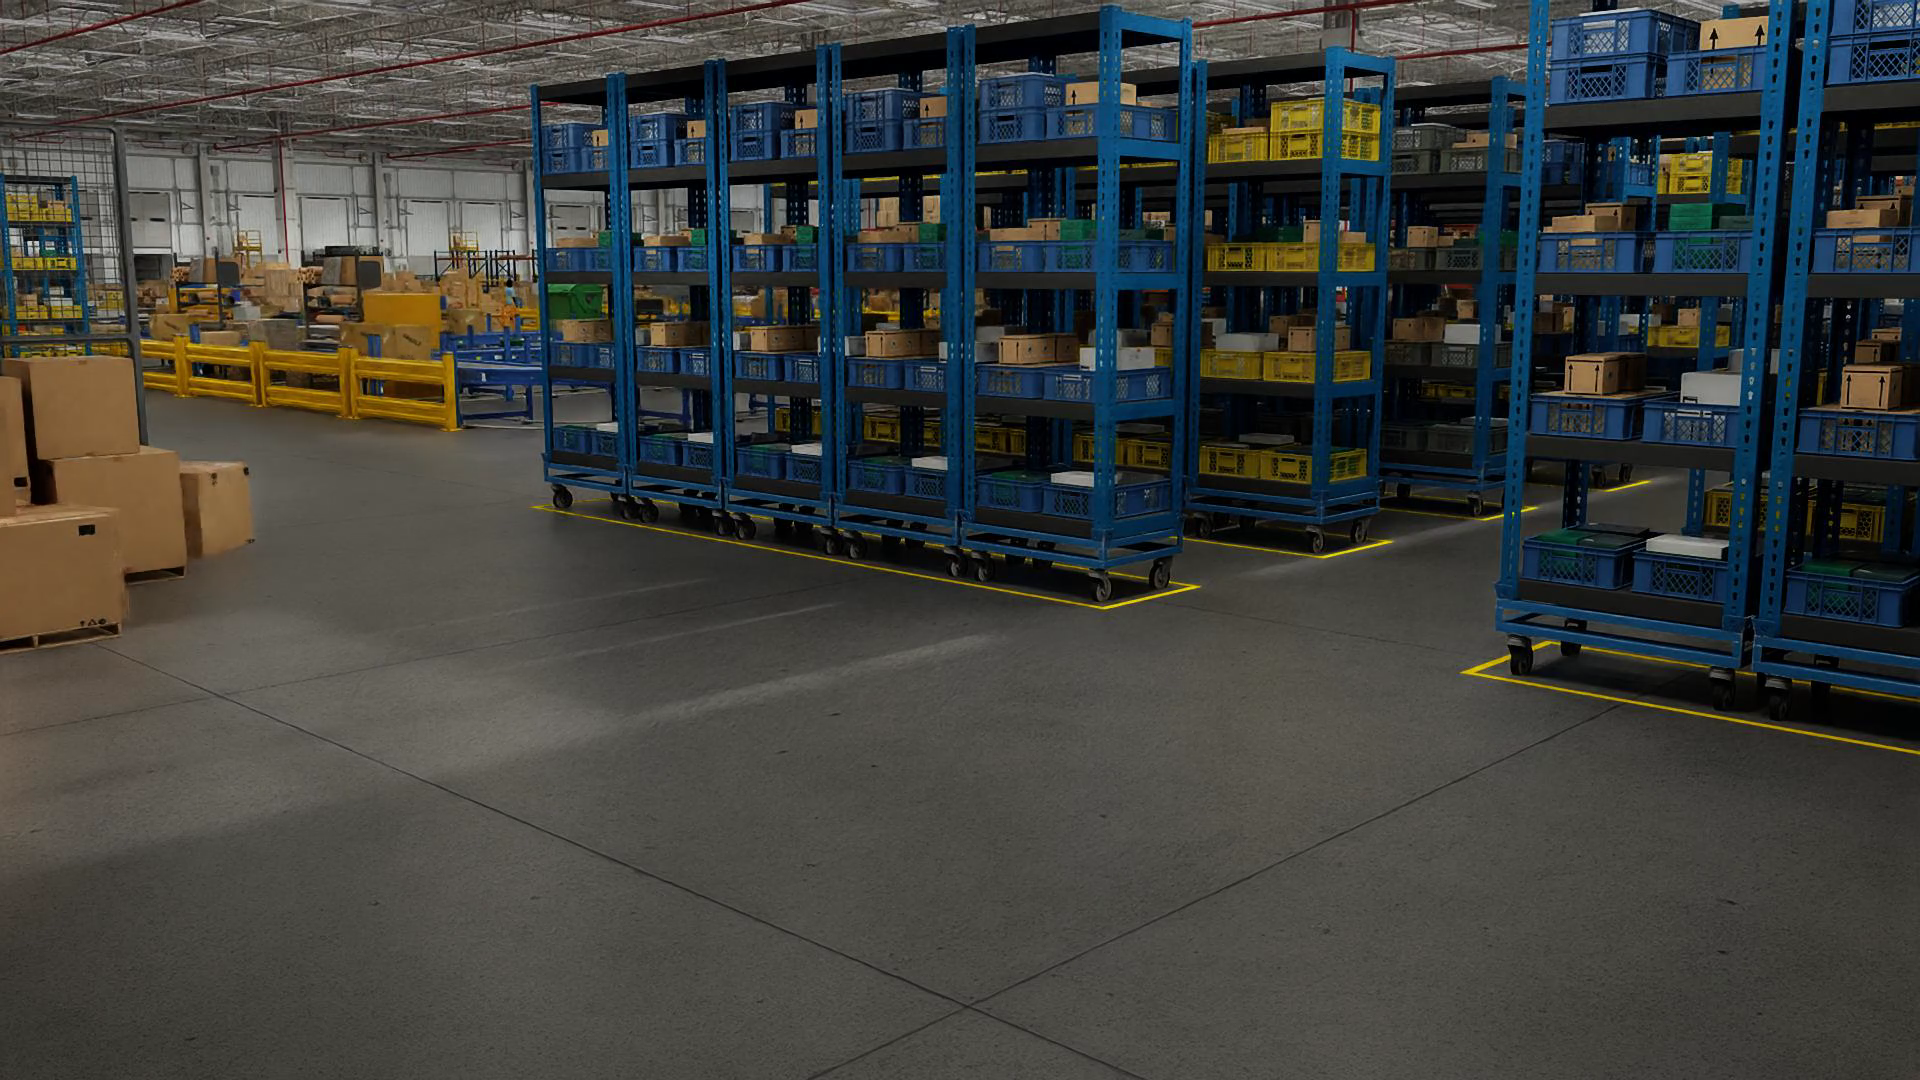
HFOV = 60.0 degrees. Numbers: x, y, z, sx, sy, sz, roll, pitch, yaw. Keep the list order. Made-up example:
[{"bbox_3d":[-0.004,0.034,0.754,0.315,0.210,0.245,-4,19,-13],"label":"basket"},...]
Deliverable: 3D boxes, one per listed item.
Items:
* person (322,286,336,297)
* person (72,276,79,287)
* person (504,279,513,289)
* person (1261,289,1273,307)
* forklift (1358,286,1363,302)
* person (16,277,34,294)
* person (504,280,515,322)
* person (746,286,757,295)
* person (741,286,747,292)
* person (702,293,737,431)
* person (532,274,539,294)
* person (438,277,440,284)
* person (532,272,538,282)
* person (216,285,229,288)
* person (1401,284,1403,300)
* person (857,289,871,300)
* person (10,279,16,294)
[{"bbox_3d":[-23.898,-9.092,62.963,0.527,1.812,1.021,5,10,27],"label":"person"},{"bbox_3d":[-35.263,-9.684,66.239,0.631,1.928,0.532,8,12,40],"label":"person"},{"bbox_3d":[-15.919,-8.303,58.377,0.533,1.731,0.847,6,11,33],"label":"person"},{"bbox_3d":[9.443,-7.179,51.589,0.476,1.684,0.545,7,11,36],"label":"person"},{"bbox_3d":[11.100,-7.017,46.970,1.873,2.768,1.129,9,13,43],"label":"forklift"},{"bbox_3d":[-29.873,-7.548,53.166,0.554,1.915,0.399,-3,10,-18],"label":"person"},{"bbox_3d":[-15.745,-8.249,58.169,0.535,1.690,0.321,7,11,35],"label":"person"},{"bbox_3d":[-8.586,-10.181,68.937,0.709,2.000,0.580,7,11,35],"label":"person"},{"bbox_3d":[-7.946,-8.885,61.931,0.880,1.719,0.554,-2,9,-11],"label":"person"},{"bbox_3d":[-2.671,-1.786,18.166,0.658,1.809,0.602,-7,12,-37],"label":"person"},{"bbox_3d":[-15.832,-8.982,62.109,0.515,1.872,0.328,7,12,38],"label":"person"},{"bbox_3d":[-27.984,-13.334,89.345,0.592,1.680,0.543,-9,13,-42],"label":"person"},{"bbox_3d":[-22.208,-13.130,87.395,0.619,1.912,0.415,7,12,37],"label":"person"},{"bbox_3d":[-27.881,-9.130,62.986,1.013,1.883,0.568,5,11,29],"label":"person"},{"bbox_3d":[12.624,-6.548,47.346,0.565,1.812,0.607,8,12,42],"label":"person"},{"bbox_3d":[-3.650,-8.854,61.073,0.617,1.958,0.933,-9,13,-44],"label":"person"},{"bbox_3d":[-41.376,-10.711,72.473,0.403,1.943,0.616,-7,12,-37],"label":"person"}]
